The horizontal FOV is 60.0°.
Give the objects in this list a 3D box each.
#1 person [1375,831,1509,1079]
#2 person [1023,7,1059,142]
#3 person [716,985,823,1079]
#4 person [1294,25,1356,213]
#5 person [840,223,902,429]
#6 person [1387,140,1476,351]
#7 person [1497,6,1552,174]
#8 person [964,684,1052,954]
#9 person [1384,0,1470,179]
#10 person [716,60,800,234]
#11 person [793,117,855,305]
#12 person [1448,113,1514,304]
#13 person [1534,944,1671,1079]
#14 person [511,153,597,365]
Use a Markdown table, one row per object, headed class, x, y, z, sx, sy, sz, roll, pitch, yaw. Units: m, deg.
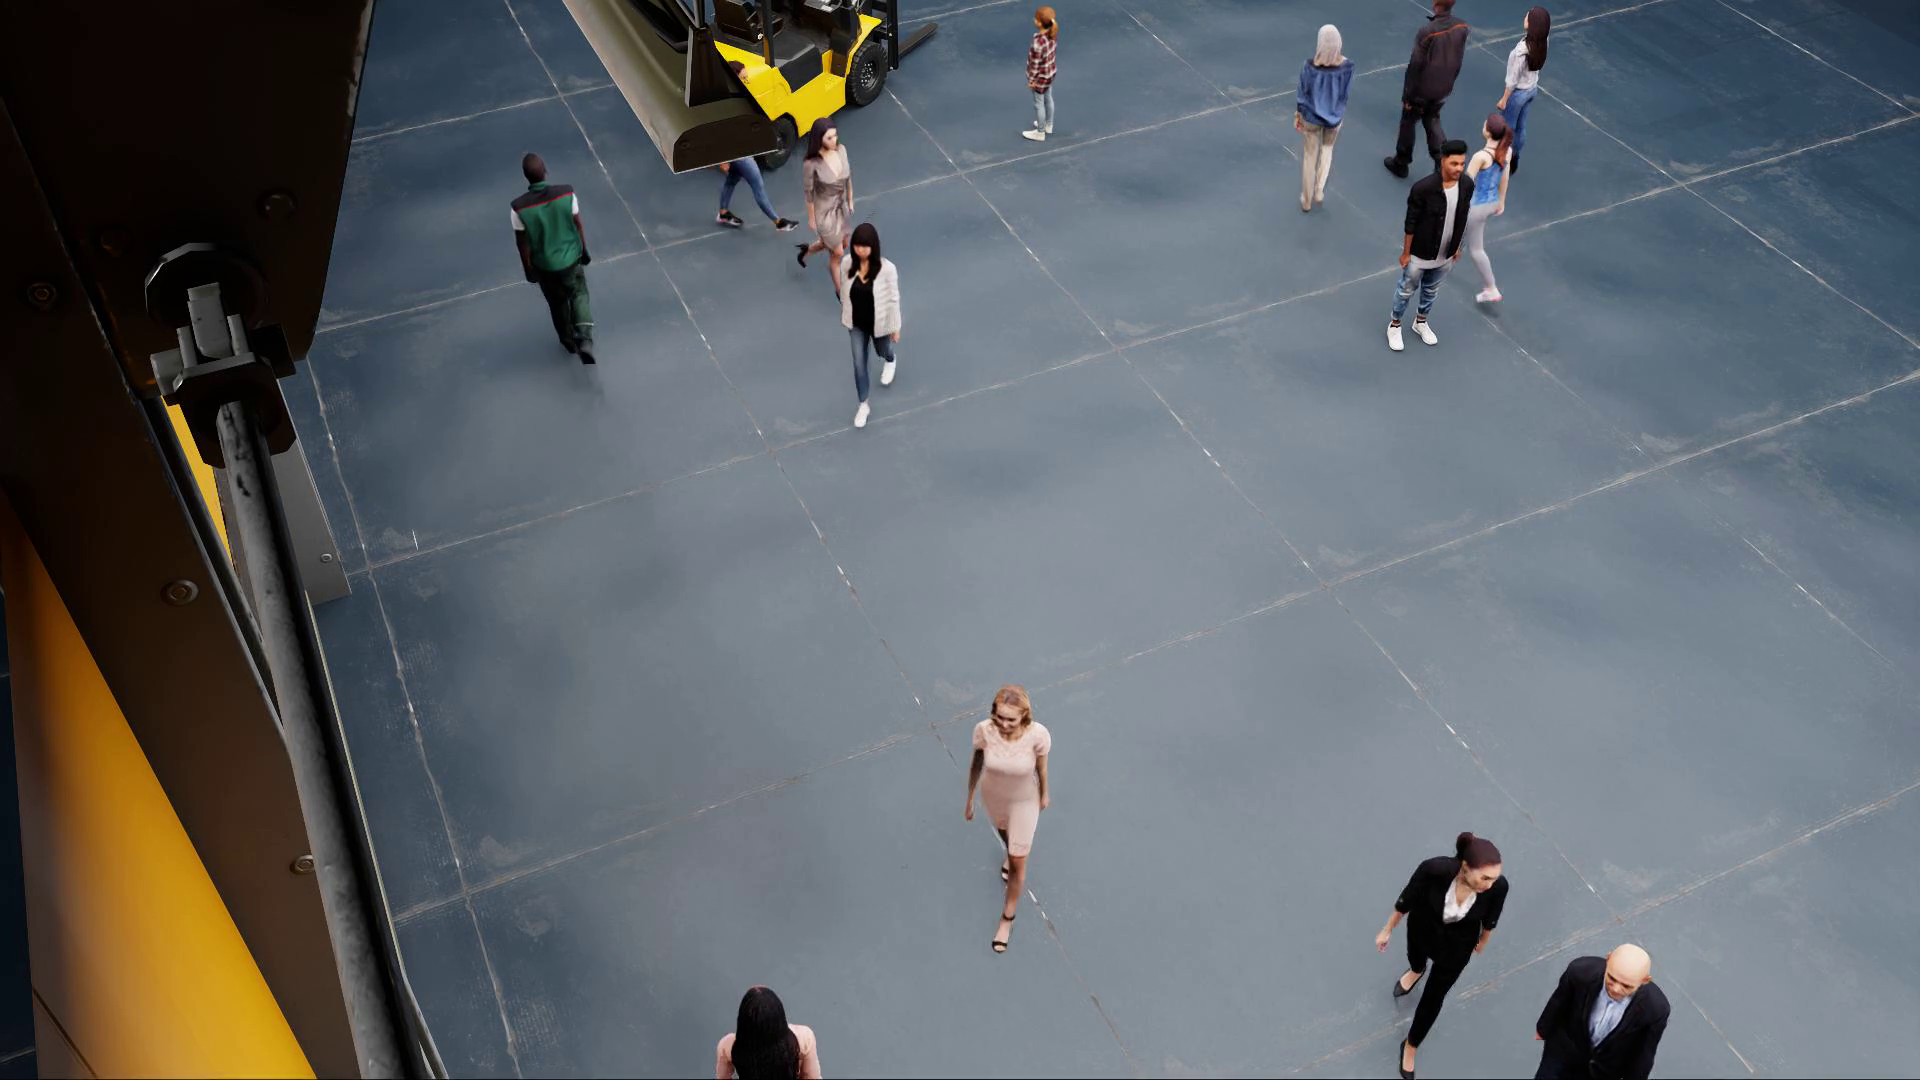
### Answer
| class | x | y | z | sx | sy | sz | roll | pitch | yaw |
| --- | --- | --- | --- | --- | --- | --- | --- | --- | --- |
| person | 2.523 | 1.984 | 8.659 | 1.064 | 1.625 | 1.082 | 23 | 48 | 22 |
| person | 0.782 | -4.369 | 15.560 | 0.651 | 1.305 | 0.616 | 25 | 49 | 24 |
| person | -0.867 | 2.741 | 7.828 | 0.805 | 1.675 | 1.236 | -9 | 44 | -9 |
| person | 3.164 | -3.619 | 14.501 | 0.727 | 1.679 | 0.751 | 5 | 44 | 6 |
| person | -0.651 | -1.700 | 12.538 | 1.015 | 1.610 | 1.132 | 9 | 44 | 9 |
| person | 3.696 | -2.339 | 13.060 | 0.731 | 1.813 | 0.659 | -10 | 45 | -10 |
| person | 5.042 | -4.011 | 14.947 | 0.666 | 1.632 | 0.627 | -34 | 53 | -31 |
| person | 0.300 | 1.353 | 9.195 | 0.978 | 1.800 | 1.058 | 12 | 45 | 12 |
| person | 4.247 | -3.983 | 14.807 | 0.796 | 1.785 | 0.997 | -14 | 45 | -14 |
| person | -1.974 | -3.375 | 14.317 | 1.075 | 1.582 | 1.044 | 12 | 45 | 12 |
| person | -1.093 | -2.668 | 13.469 | 1.060 | 1.726 | 0.844 | 33 | 53 | 30 |
| person | 4.288 | -2.665 | 13.584 | 0.679 | 1.564 | 1.135 | -25 | 49 | -24 |
| person | 3.086 | 2.433 | 8.083 | 1.096 | 1.769 | 1.091 | 21 | 47 | 21 |
| person | -3.082 | -2.114 | 12.815 | 0.720 | 1.827 | 0.966 | -16 | 46 | -16 |
